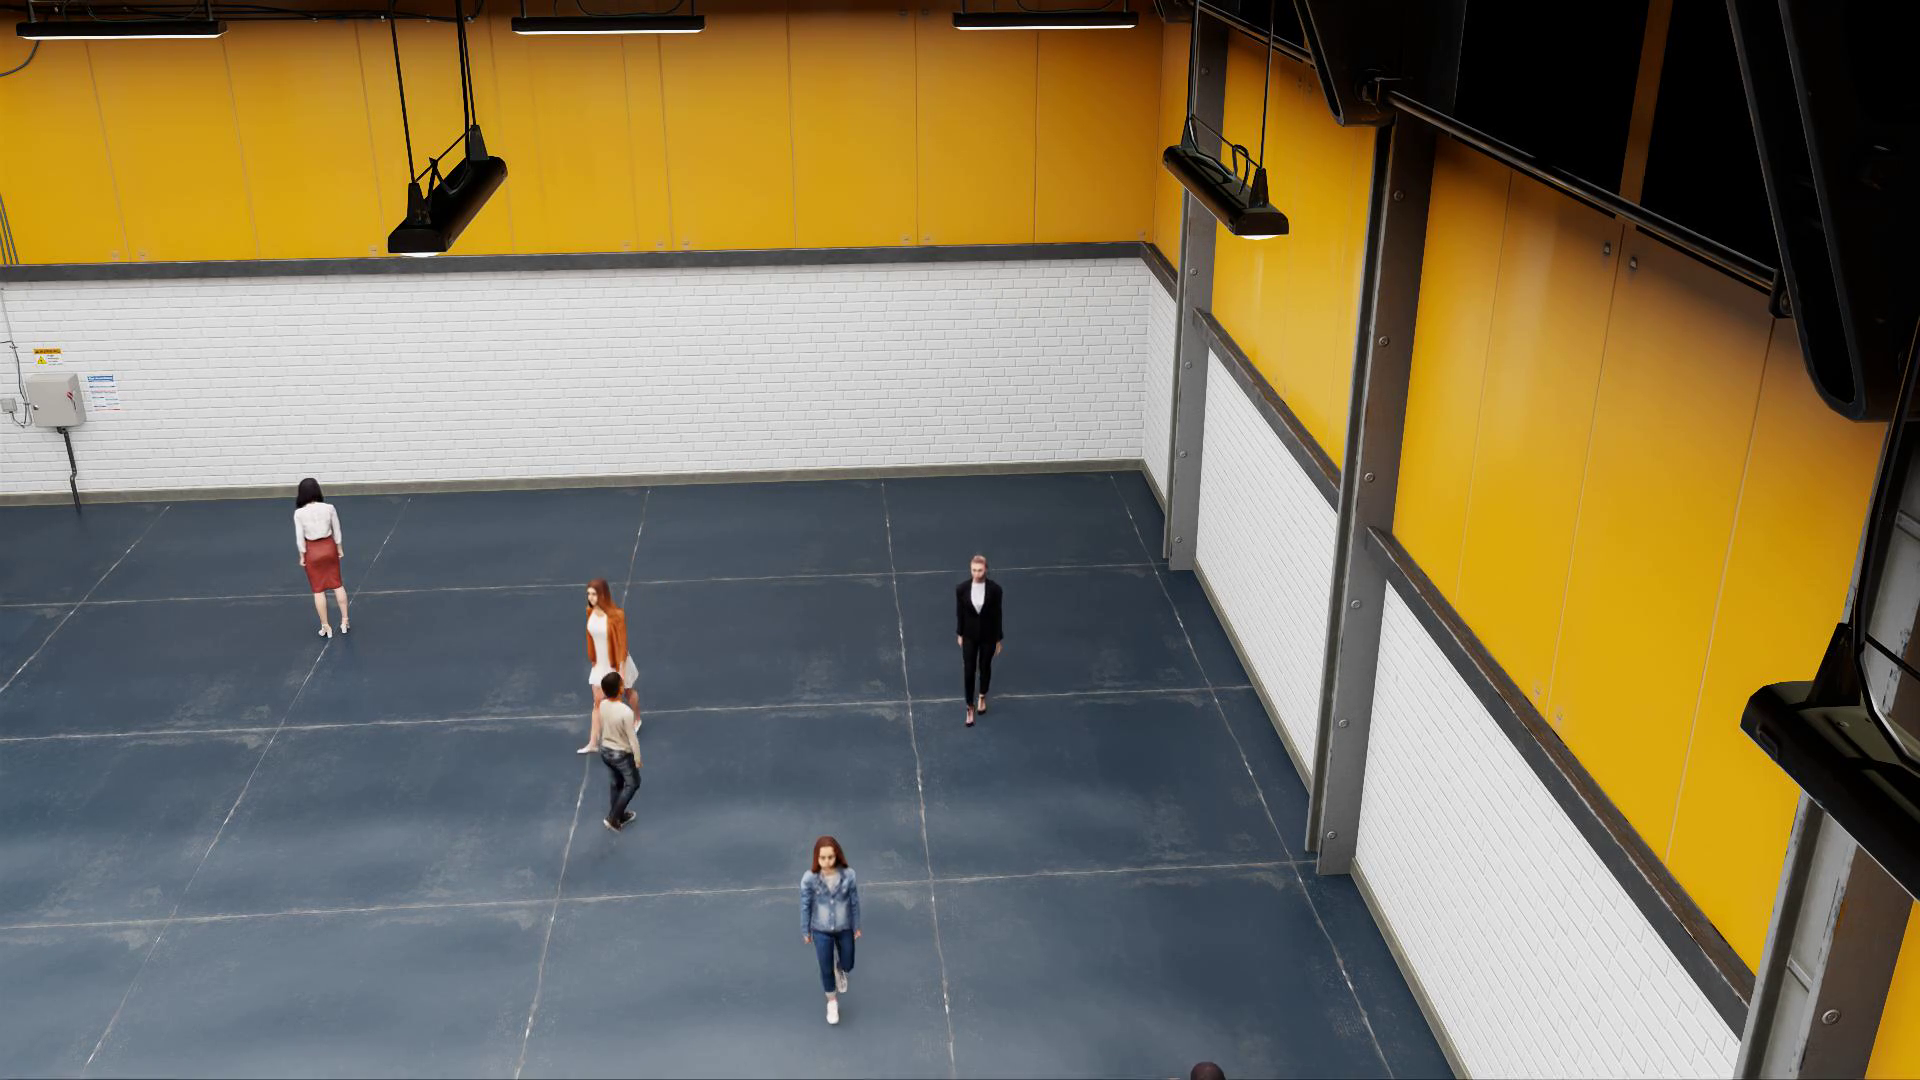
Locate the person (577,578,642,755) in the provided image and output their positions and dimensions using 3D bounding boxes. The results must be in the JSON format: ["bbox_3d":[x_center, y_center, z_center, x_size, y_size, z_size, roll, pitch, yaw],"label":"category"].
[{"bbox_3d":[-3.141,1.102,15.265,0.960,1.675,1.175,9,25,20],"label":"person"}]

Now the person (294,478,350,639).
[{"bbox_3d":[-6.643,0.179,17.283,0.680,1.749,0.689,-17,29,-33],"label":"person"}]

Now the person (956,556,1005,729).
[{"bbox_3d":[0.201,0.891,15.730,0.661,1.689,0.787,1,24,1],"label":"person"}]

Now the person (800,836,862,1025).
[{"bbox_3d":[-0.914,2.712,11.838,0.609,1.470,0.698,-4,24,-10],"label":"person"}]

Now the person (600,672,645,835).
[{"bbox_3d":[-2.895,1.820,13.903,0.773,1.451,0.839,13,27,27],"label":"person"}]
